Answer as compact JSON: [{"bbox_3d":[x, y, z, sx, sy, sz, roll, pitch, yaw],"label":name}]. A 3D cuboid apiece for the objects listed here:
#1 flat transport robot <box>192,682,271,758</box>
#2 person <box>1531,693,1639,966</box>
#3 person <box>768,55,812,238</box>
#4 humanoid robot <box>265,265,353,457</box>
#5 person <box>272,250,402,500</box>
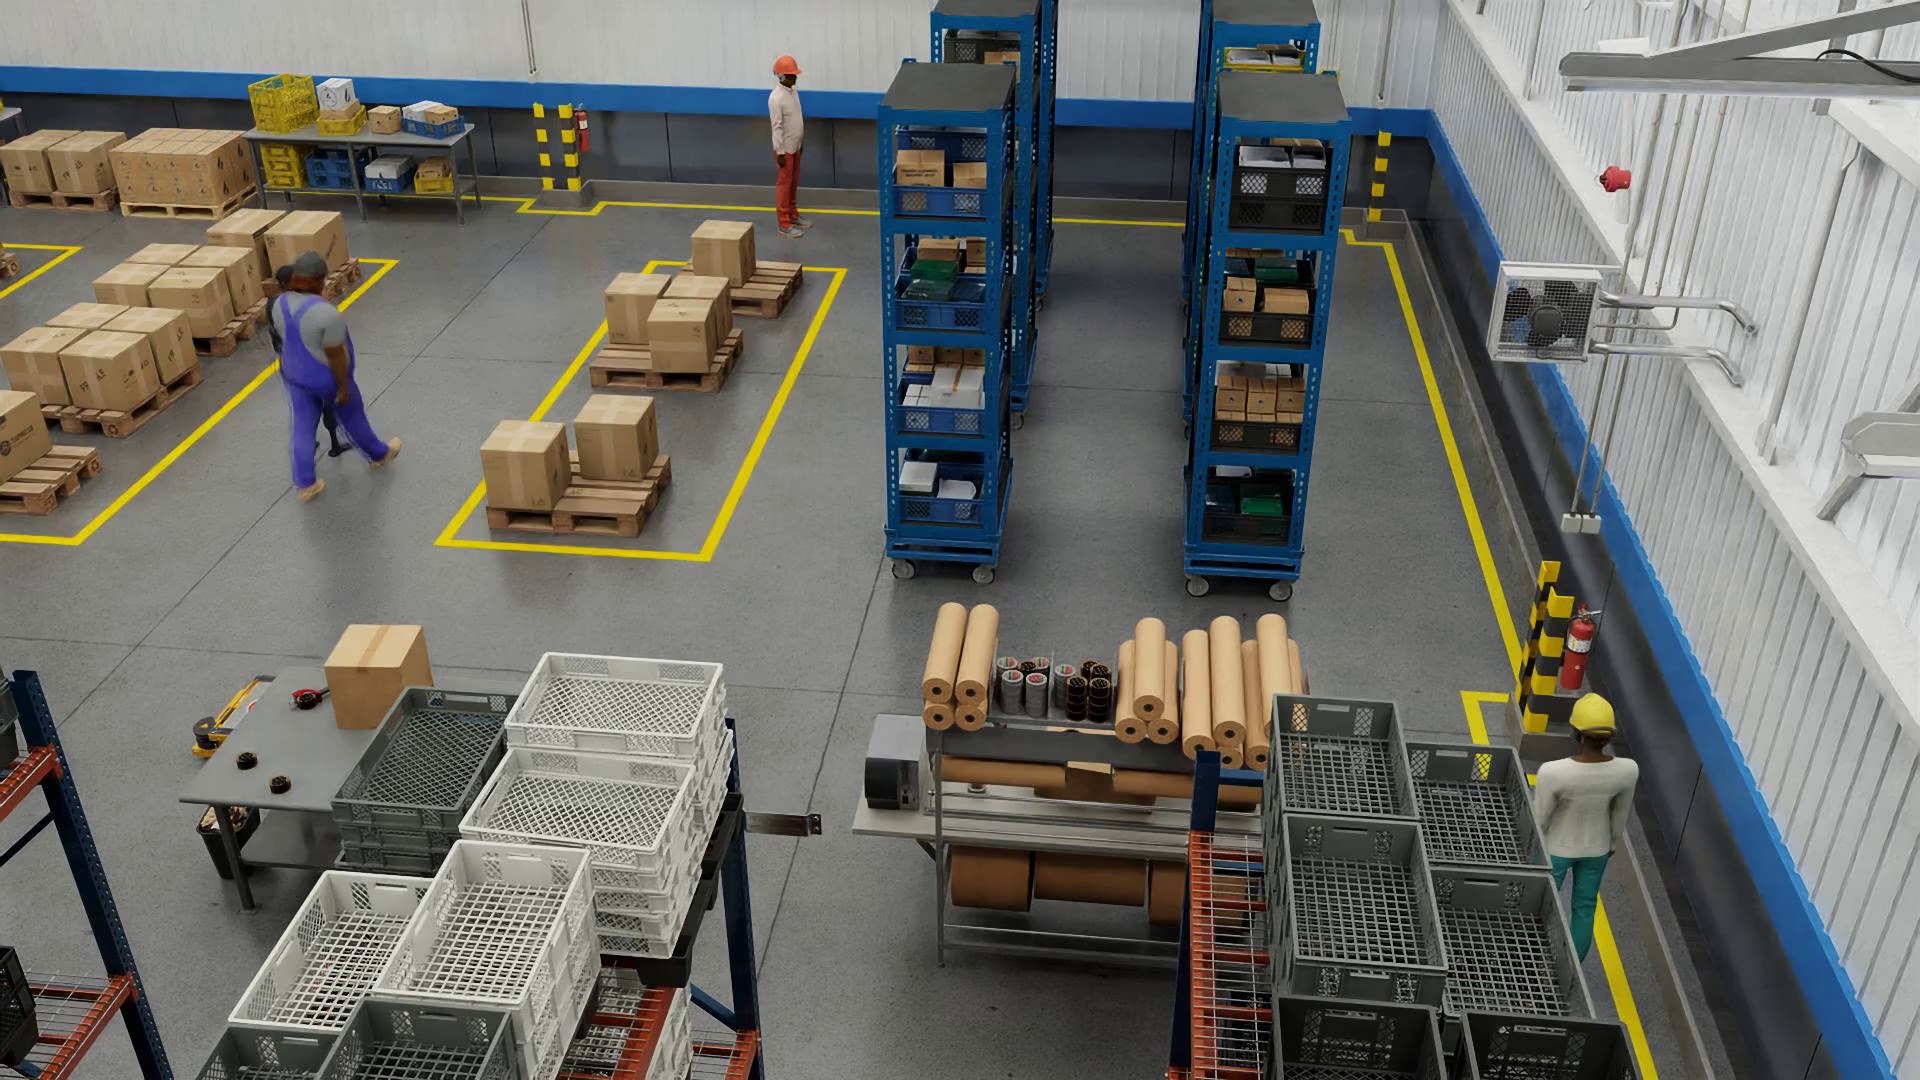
[{"bbox_3d":[-4.089,1.163,10.648,1.431,0.197,0.652,3,30,6],"label":"flat transport robot"},{"bbox_3d":[3.125,1.551,8.528,0.523,1.760,0.326,-2,30,-3],"label":"person"},{"bbox_3d":[-1.899,-4.385,18.491,0.381,1.993,0.621,8,31,13],"label":"person"},{"bbox_3d":[-5.435,-1.498,13.832,0.586,1.657,0.327,5,31,8],"label":"humanoid robot"},{"bbox_3d":[-5.077,-1.376,13.277,0.702,2.000,1.027,13,32,20],"label":"person"}]
